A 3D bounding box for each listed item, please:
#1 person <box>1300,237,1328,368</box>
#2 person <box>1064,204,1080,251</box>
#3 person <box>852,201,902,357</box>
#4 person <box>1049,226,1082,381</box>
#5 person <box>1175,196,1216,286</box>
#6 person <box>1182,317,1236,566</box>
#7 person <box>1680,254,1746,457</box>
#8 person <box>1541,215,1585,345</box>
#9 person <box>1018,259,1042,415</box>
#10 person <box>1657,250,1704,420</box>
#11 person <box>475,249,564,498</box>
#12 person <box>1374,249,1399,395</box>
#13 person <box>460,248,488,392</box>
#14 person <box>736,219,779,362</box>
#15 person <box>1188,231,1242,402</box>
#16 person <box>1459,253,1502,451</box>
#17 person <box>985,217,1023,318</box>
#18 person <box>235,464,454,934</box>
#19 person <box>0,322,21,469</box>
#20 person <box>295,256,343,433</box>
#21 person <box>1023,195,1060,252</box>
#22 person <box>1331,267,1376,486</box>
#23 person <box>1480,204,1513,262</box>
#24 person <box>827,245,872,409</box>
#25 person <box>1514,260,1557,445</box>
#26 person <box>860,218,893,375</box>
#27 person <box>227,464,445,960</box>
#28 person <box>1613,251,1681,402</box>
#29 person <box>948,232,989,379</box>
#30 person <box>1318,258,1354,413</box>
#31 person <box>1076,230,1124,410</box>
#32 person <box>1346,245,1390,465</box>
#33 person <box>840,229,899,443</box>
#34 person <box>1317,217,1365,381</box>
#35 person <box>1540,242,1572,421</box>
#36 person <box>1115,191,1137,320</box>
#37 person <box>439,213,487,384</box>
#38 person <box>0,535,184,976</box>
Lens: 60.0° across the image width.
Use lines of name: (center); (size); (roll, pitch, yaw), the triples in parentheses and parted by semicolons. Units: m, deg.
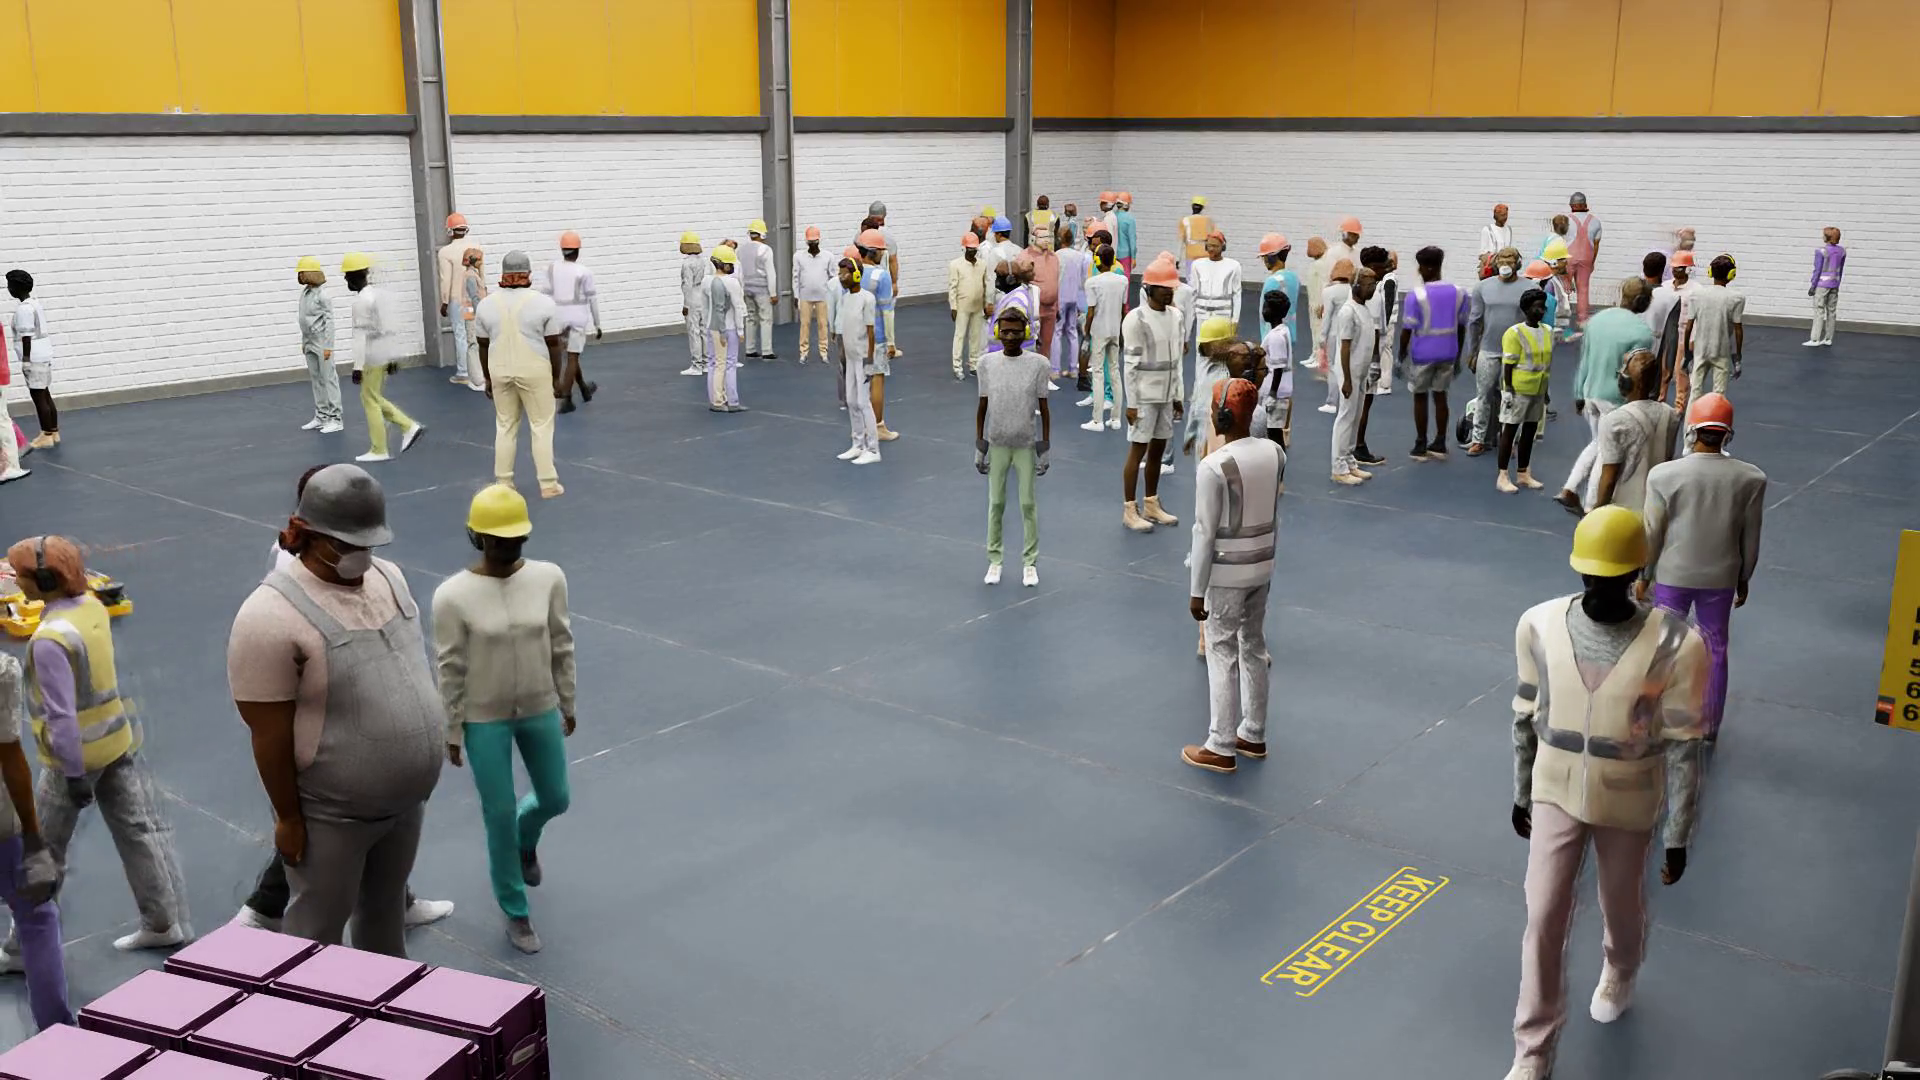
person: (4.472, -2.989, 20.946); (0.279, 1.631, 0.507); (0, 14, 1)
person: (1.988, -5.175, 29.691); (0.315, 1.630, 0.516); (1, 14, 2)
person: (-1.042, -3.432, 21.889); (0.689, 2.000, 0.539); (11, 18, 37)
person: (1.253, -2.823, 19.879); (0.522, 1.833, 0.339); (-7, 16, -26)
person: (3.770, -4.540, 26.618); (0.652, 1.900, 0.455); (0, 14, 1)
person: (1.704, -0.680, 11.516); (0.449, 1.725, 0.525); (-7, 16, -25)
person: (6.868, -1.668, 15.188); (0.538, 1.869, 0.313); (11, 18, 38)
person: (8.205, -3.550, 22.846); (0.950, 1.792, 0.521); (0, 14, -2)
person: (0.660, -2.104, 17.387); (0.309, 1.645, 0.514); (12, 18, 40)
person: (7.382, -2.110, 17.184); (0.327, 1.753, 0.563); (-9, 16, -31)
person: (-3.575, -1.376, 13.671); (0.694, 2.000, 0.537); (2, 14, 9)
person: (4.800, -2.466, 18.833); (0.307, 1.644, 0.514); (1, 14, 4)
person: (-5.558, -2.523, 19.068); (0.310, 1.640, 0.514); (-6, 15, -22)
person: (-2.609, -3.228, 21.528); (0.602, 1.823, 0.403); (11, 18, 37)
person: (2.775, -2.434, 18.216); (0.586, 1.883, 0.340); (6, 15, 23)
person: (4.956, -1.753, 15.572); (0.395, 1.847, 0.564); (9, 17, 33)
person: (0.528, -2.890, 19.943); (0.421, 1.939, 0.604); (12, 18, 40)
person: (-2.248, 0.622, 6.024); (0.695, 1.869, 0.644); (-12, 19, -40)
person: (-8.422, -1.400, 14.381); (0.348, 1.740, 0.574); (-13, 19, -42)
person: (-6.400, -1.942, 16.536); (0.484, 1.745, 0.298); (11, 18, 37)
person: (1.399, -4.978, 28.504); (0.630, 1.836, 0.431); (1, 14, 4)
person: (3.360, -1.393, 14.134); (0.334, 1.845, 0.513); (8, 16, 29)
person: (7.795, -3.930, 24.197); (0.585, 1.882, 0.340); (-7, 16, -27)
person: (-1.138, -2.272, 17.831); (0.562, 1.753, 0.333); (4, 15, 16)
person: (5.460, -1.788, 15.890); (0.334, 1.753, 0.572); (11, 18, 38)
person: (-1.035, -2.960, 20.278); (0.394, 1.911, 0.584); (-6, 15, -22)
person: (-1.872, 0.739, 5.221); (0.536, 2.000, 0.683); (5, 15, 20)
person: (6.099, -1.610, 14.877); (0.586, 1.913, 0.394); (10, 17, 36)
person: (0.119, -2.820, 20.025); (0.559, 1.752, 0.326); (-9, 17, -32)
person: (4.036, -2.160, 17.632); (0.497, 1.633, 0.283); (-5, 15, -20)
person: (1.536, -2.358, 17.846); (0.392, 1.920, 0.589); (-8, 16, -28)
person: (3.652, -1.663, 14.970); (0.361, 1.964, 0.613); (-2, 14, -7)
person: (-0.855, -1.956, 15.999); (0.613, 2.037, 0.377); (10, 17, 36)
person: (4.618, -2.783, 19.469); (0.986, 1.942, 0.625); (12, 18, 40)
person: (6.098, -2.159, 17.212); (0.404, 1.835, 0.602); (6, 15, 22)
person: (2.527, -4.457, 26.077); (0.622, 1.992, 0.395); (13, 19, 43)
person: (-5.864, -2.847, 19.640); (0.381, 1.996, 0.608); (12, 18, 39)
person: (-3.240, 0.775, 5.959); (0.749, 1.612, 0.518); (-1, 14, -6)
